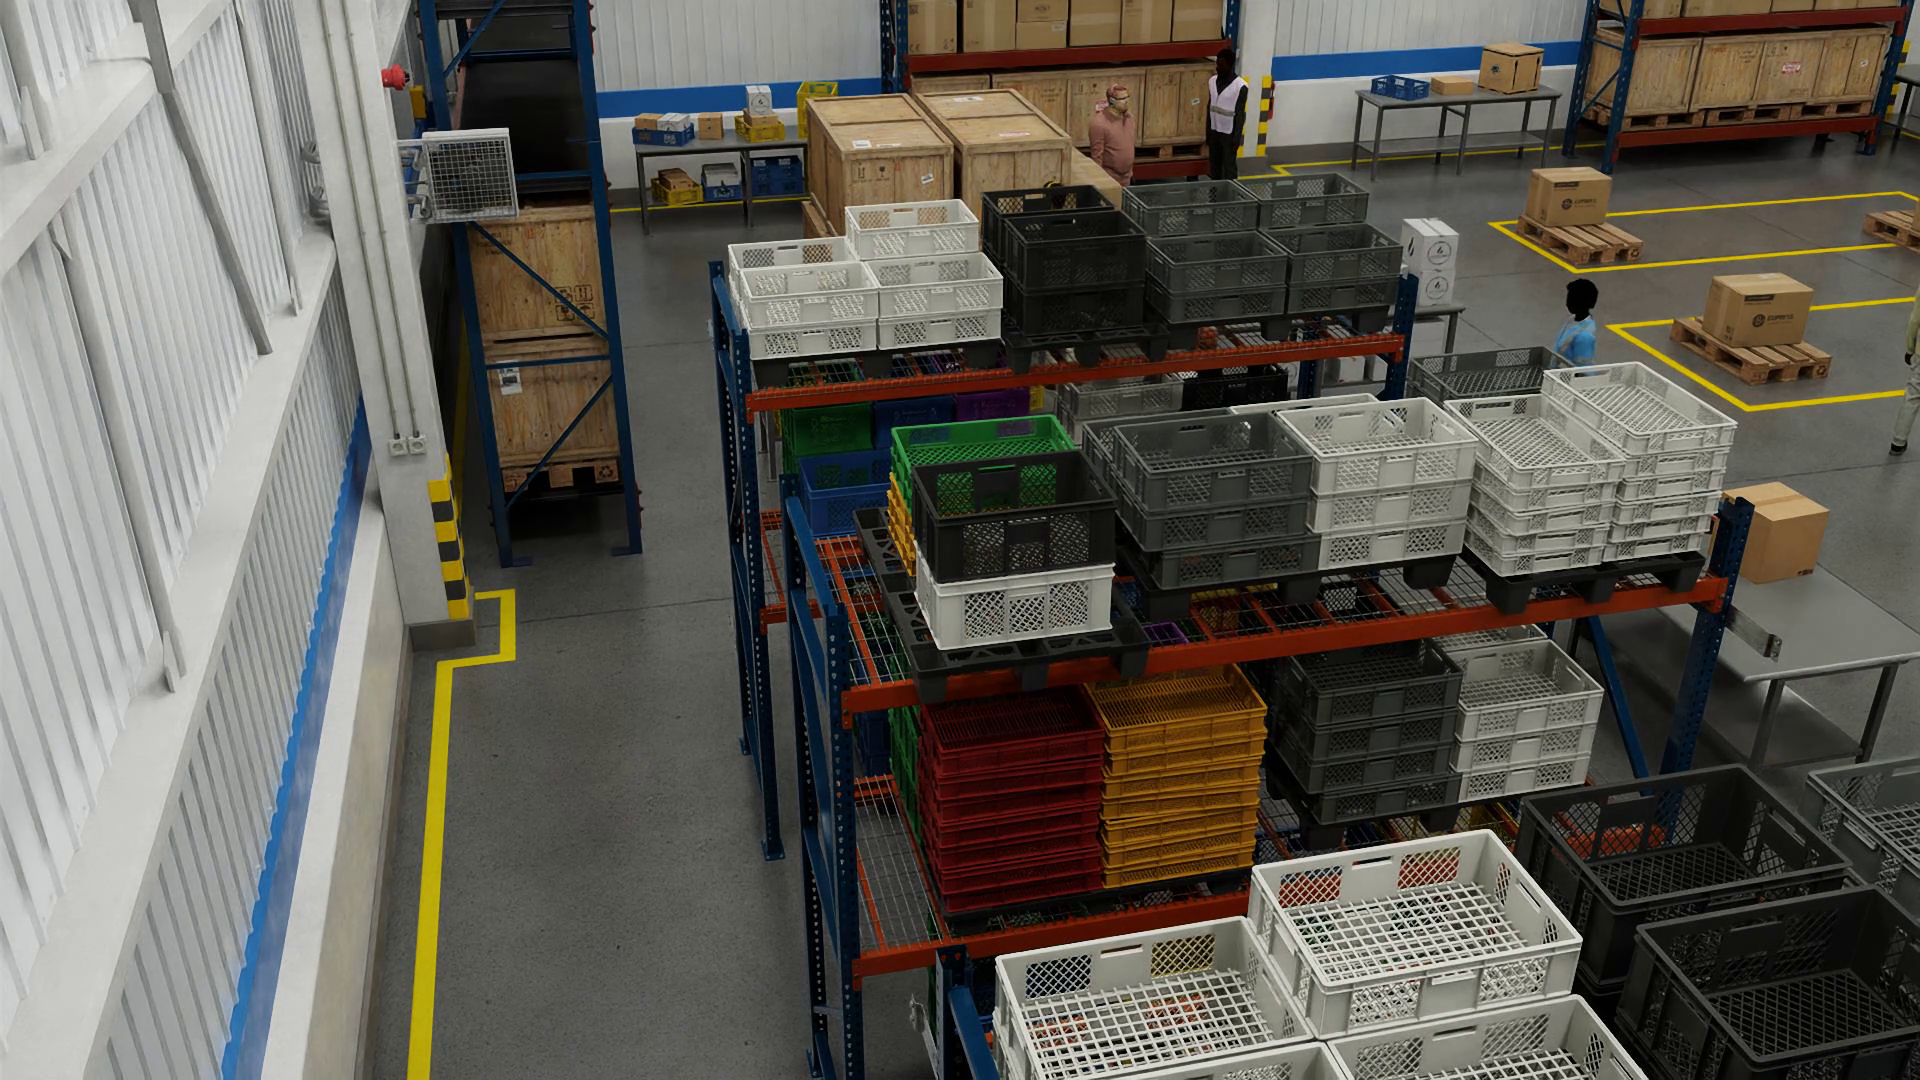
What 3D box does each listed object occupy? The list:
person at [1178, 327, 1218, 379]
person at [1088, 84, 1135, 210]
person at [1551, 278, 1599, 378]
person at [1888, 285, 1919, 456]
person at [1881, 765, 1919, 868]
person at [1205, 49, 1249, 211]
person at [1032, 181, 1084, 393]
[{"bbox_3d":[1.555,-0.573,11.387,0.342,1.881,0.579,-1,28,-2],"label":"person"},{"bbox_3d":[1.631,-3.846,17.568,0.409,1.913,0.647,23,36,37],"label":"person"},{"bbox_3d":[4.672,-1.189,12.758,0.320,1.692,0.531,5,28,10],"label":"person"},{"bbox_3d":[7.803,-1.490,13.181,0.404,1.833,0.589,-24,36,-38],"label":"person"},{"bbox_3d":[4.942,1.206,8.122,0.986,1.795,0.649,-5,28,-9],"label":"person"},{"bbox_3d":[3.045,-4.691,19.178,0.396,1.911,0.579,-19,33,-32],"label":"person"},{"bbox_3d":[0.866,-2.191,14.496,0.560,1.854,0.425,-14,31,-25],"label":"person"}]
